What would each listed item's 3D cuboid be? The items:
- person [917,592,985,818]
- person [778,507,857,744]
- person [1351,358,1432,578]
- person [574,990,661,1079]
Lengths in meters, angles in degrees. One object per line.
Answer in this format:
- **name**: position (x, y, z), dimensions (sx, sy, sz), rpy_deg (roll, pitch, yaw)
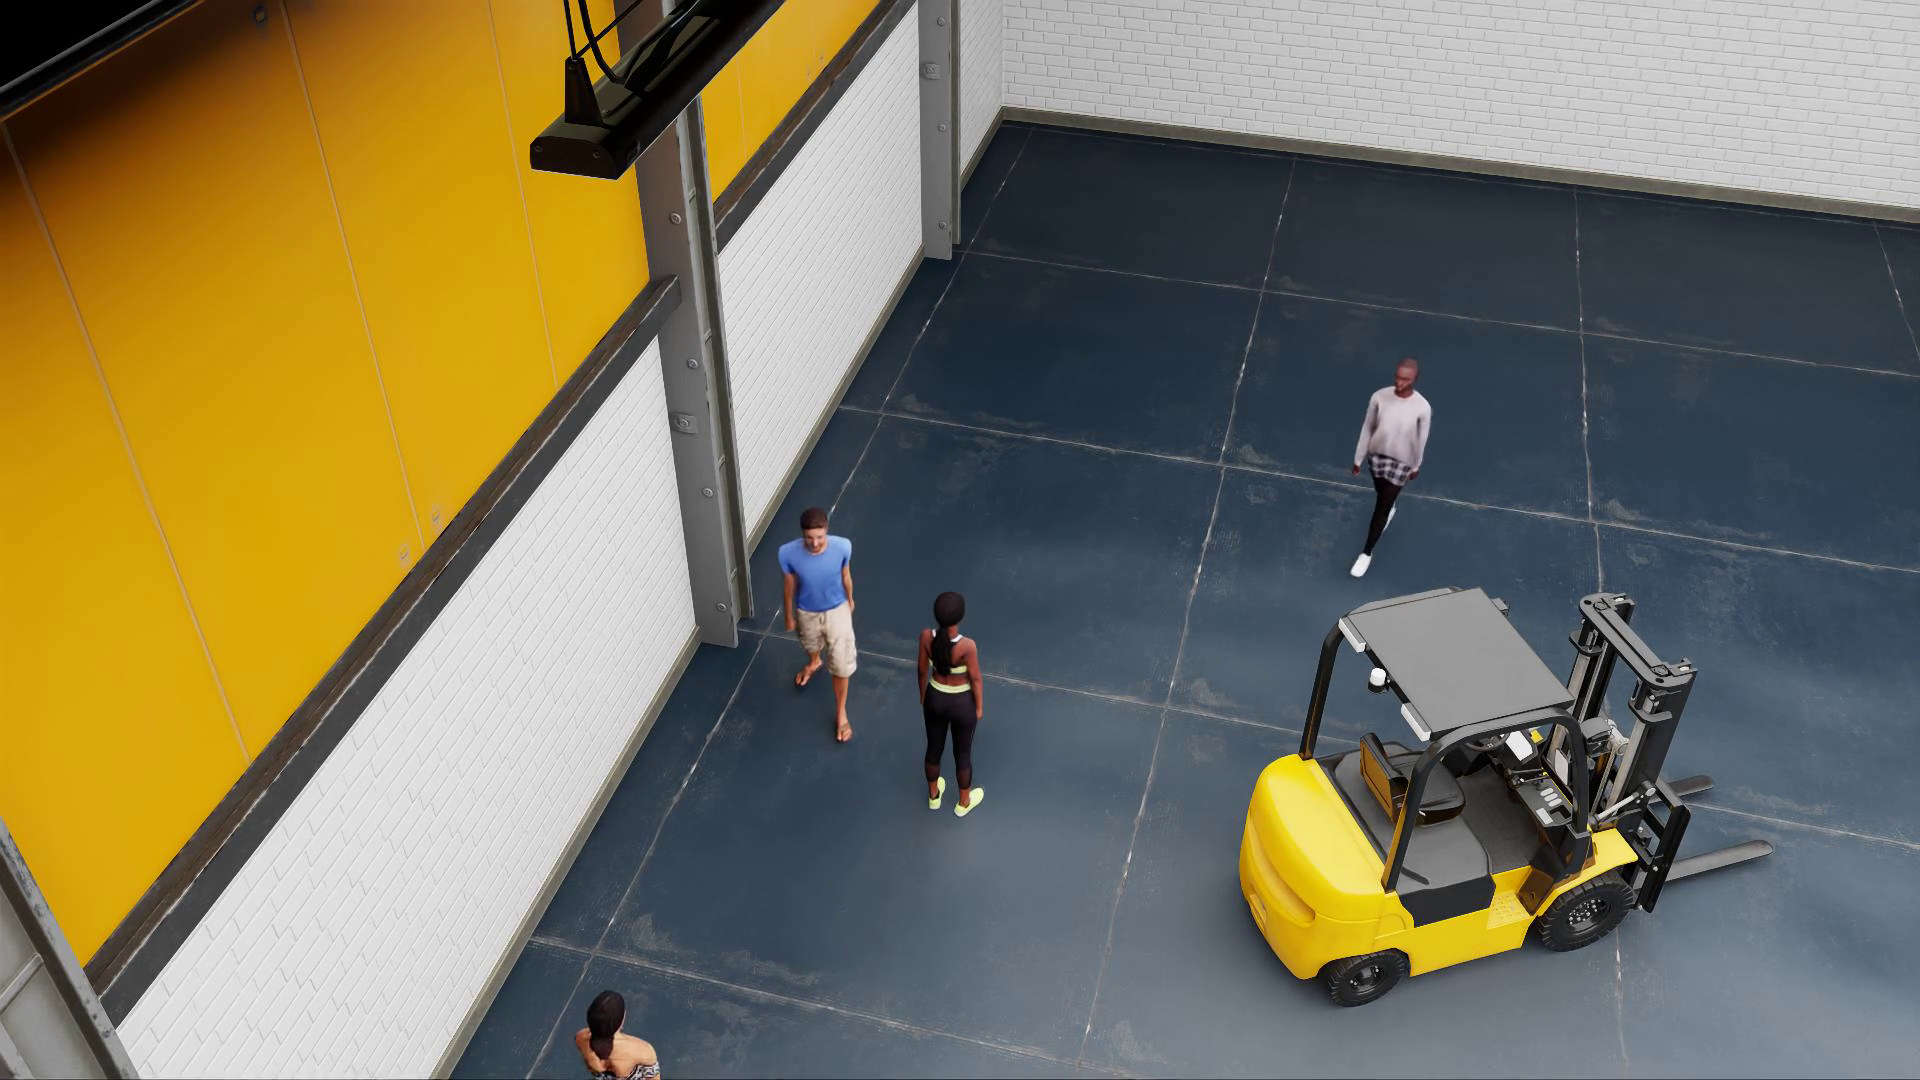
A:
- **person**: position (-0.071, 1.044, 10.508), dimensions (0.583, 1.754, 0.527), rpy_deg (13, 40, 16)
- **person**: position (-0.949, 0.415, 11.256), dimensions (0.871, 1.804, 1.166), rpy_deg (-1, 39, -2)
- **person**: position (3.301, -0.653, 12.654), dimensions (0.883, 1.727, 1.246), rpy_deg (22, 44, 25)
- **person**: position (-1.672, 2.910, 8.148), dimensions (0.632, 1.783, 1.049), rpy_deg (9, 39, 11)
